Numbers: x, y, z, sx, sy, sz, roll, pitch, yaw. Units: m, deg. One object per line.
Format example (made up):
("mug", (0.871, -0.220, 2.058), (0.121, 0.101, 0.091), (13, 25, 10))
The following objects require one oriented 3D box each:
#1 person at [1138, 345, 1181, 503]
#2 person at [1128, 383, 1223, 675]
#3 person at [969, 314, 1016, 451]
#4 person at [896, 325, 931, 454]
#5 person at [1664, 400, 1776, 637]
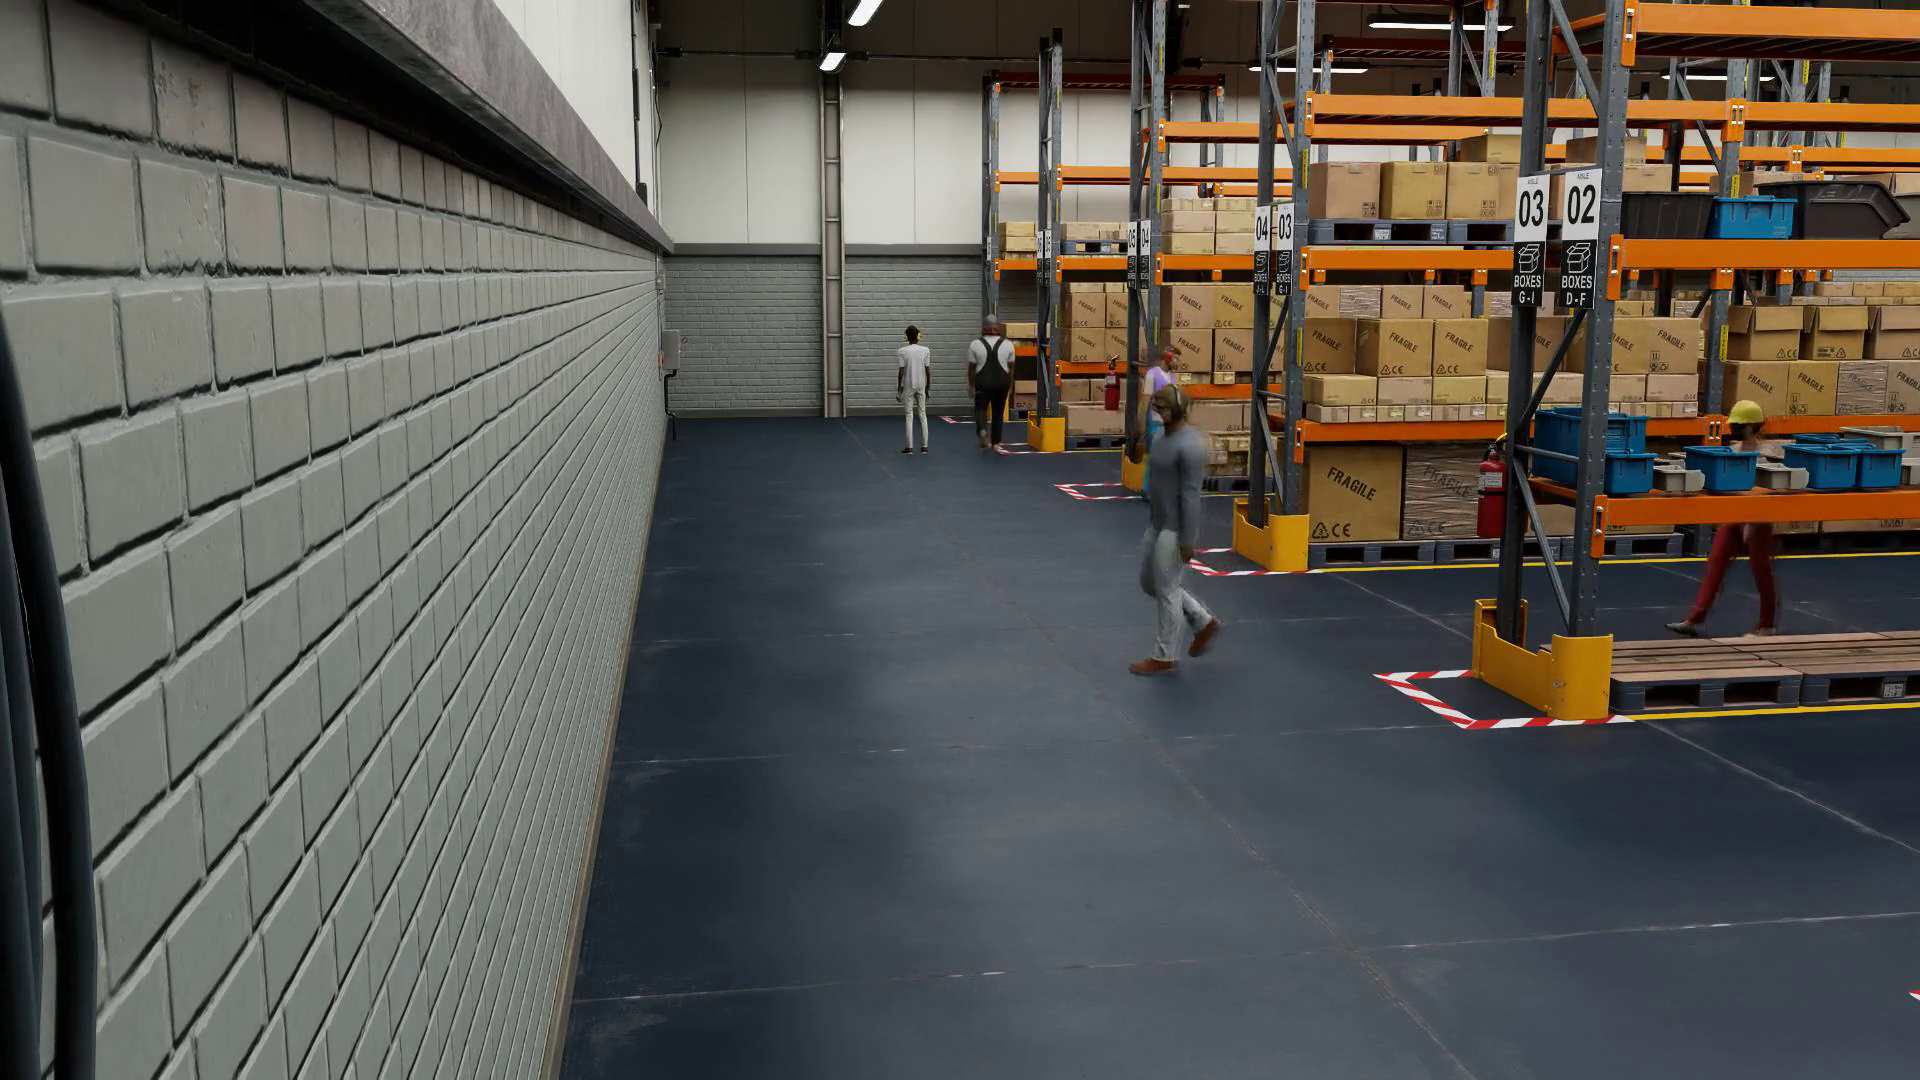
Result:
("person", (2.279, -1.308, 18.925), (0.483, 1.806, 0.625), (6, 11, 33))
("person", (1.429, -0.068, 10.918), (0.593, 1.928, 0.644), (-2, 9, -12))
("person", (0.469, -2.326, 24.495), (0.692, 2.000, 0.544), (0, 9, -2))
("person", (-0.670, -2.175, 24.112), (0.517, 1.865, 0.328), (-3, 10, -16))
("person", (5.510, -0.118, 11.842), (0.866, 1.727, 0.527), (-2, 10, -14))
